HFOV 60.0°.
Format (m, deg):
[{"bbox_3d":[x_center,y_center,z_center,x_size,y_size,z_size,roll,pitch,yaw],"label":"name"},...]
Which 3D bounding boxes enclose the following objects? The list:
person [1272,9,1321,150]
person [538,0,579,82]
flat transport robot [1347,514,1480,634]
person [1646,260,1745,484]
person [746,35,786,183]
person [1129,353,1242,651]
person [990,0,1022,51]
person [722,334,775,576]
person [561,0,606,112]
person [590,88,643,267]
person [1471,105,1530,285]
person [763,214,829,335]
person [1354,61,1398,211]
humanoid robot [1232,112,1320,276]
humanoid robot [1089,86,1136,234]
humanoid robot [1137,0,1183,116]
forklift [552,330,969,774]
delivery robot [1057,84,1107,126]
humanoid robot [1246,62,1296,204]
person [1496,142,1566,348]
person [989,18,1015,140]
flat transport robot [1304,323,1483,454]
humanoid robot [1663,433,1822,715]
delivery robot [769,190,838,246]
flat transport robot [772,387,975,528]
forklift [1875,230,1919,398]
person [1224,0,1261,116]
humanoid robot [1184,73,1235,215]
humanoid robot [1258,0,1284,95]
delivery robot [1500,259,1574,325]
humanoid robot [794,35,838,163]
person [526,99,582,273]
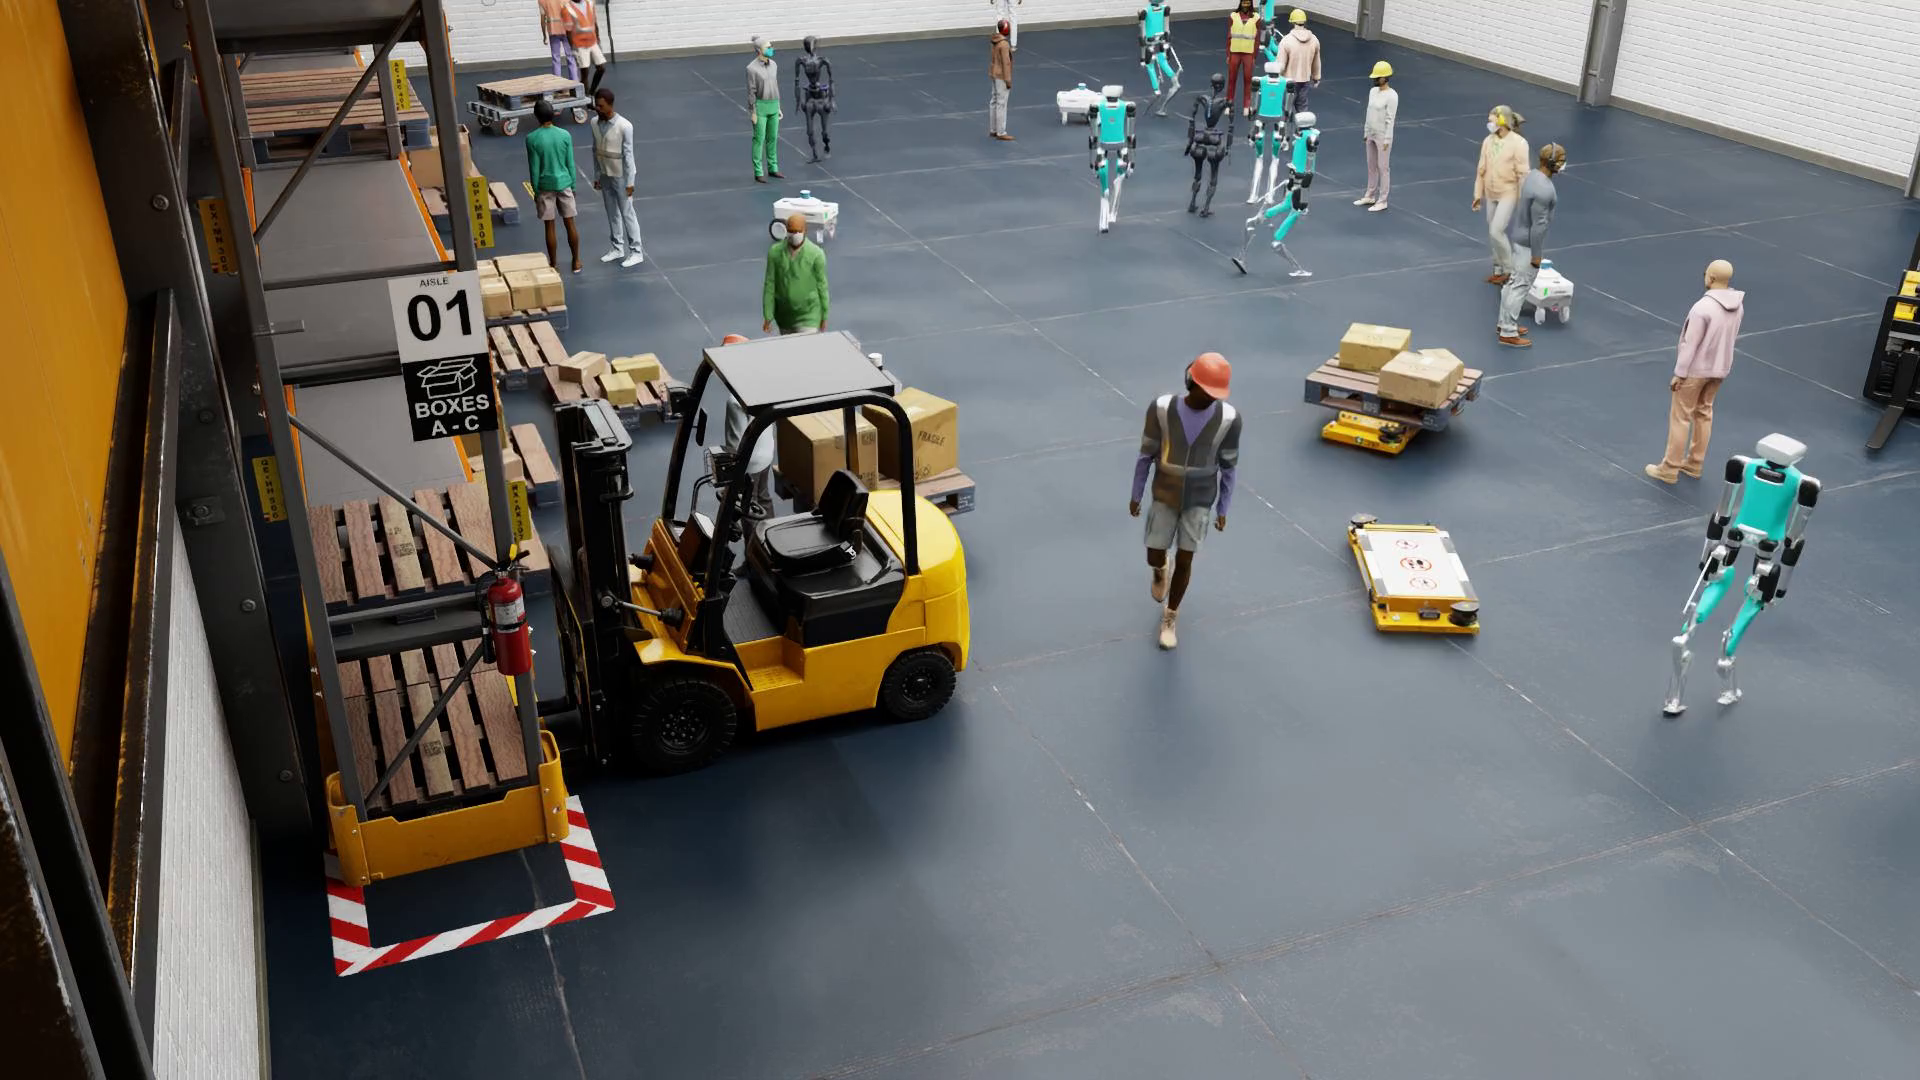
[{"bbox_3d":[4.578,-6.265,22.674,0.791,1.862,0.412,-10,28,-20],"label":"person"},{"bbox_3d":[-6.211,-7.840,25.825,0.563,1.847,0.389,-4,27,-8],"label":"person"},{"bbox_3d":[3.127,0.226,11.538,0.659,0.231,1.431,2,27,3],"label":"flat transport robot"},{"bbox_3d":[5.758,-1.290,12.879,0.539,1.775,0.405,-13,30,-25],"label":"person"},{"bbox_3d":[-2.479,-5.492,21.174,0.336,1.831,0.520,21,34,36],"label":"person"},{"bbox_3d":[1.430,-0.297,10.660,0.683,1.997,0.639,5,27,10],"label":"person"},{"bbox_3d":[0.814,-9.559,29.204,0.582,1.882,0.351,-3,27,-6],"label":"person"},{"bbox_3d":[-1.478,-0.587,11.516,0.352,1.740,0.571,7,28,14],"label":"person"},{"bbox_3d":[-5.573,-7.389,24.812,0.474,1.947,0.640,23,34,37],"label":"person"},{"bbox_3d":[-3.713,-3.929,17.982,0.588,1.909,0.382,19,32,32],"label":"person"},{"bbox_3d":[5.660,-3.578,17.361,0.432,1.843,0.648,-13,29,-24],"label":"person"},{"bbox_3d":[-1.393,-1.937,14.201,0.533,1.741,0.934,6,27,12],"label":"person"},{"bbox_3d":[5.008,-4.849,19.974,0.332,1.761,0.517,-10,29,-20],"label":"person"},{"bbox_3d":[3.296,-3.611,17.571,0.995,1.778,0.530,-2,27,-5],"label":"humanoid robot"},{"bbox_3d":[1.738,-4.368,19.071,0.550,1.739,1.043,3,27,5],"label":"humanoid robot"},{"bbox_3d":[2.954,-7.056,24.425,0.589,1.809,0.705,-14,30,-25],"label":"humanoid robot"},{"bbox_3d":[-1.094,0.010,9.831,2.313,2.155,1.214,-10,28,-20],"label":"forklift"},{"bbox_3d":[1.810,-6.362,24.331,0.773,0.601,0.500,5,27,9],"label":"delivery robot"},{"bbox_3d":[3.752,-4.949,20.152,0.532,1.738,0.756,5,27,11],"label":"humanoid robot"},{"bbox_3d":[5.397,-2.790,15.705,0.389,1.927,0.642,5,27,10],"label":"person"},{"bbox_3d":[0.564,-6.439,23.251,0.310,1.650,0.471,-11,29,-20],"label":"person"},{"bbox_3d":[3.675,-1.113,14.201,0.659,0.231,1.431,17,31,30],"label":"flat transport robot"},{"bbox_3d":[4.525,0.293,9.795,0.542,1.775,0.815,24,35,39],"label":"humanoid robot"},{"bbox_3d":[-1.786,-3.691,19.005,0.762,0.590,0.526,10,28,19],"label":"delivery robot"},{"bbox_3d":[-0.628,-0.196,12.377,0.659,0.231,1.431,-13,29,-24],"label":"flat transport robot"},{"bbox_3d":[9.029,-2.397,14.618,1.214,2.155,2.313,18,32,32],"label":"forklift"},{"bbox_3d":[4.177,-7.194,24.631,0.469,1.766,0.363,6,27,12],"label":"person"},{"bbox_3d":[2.945,-4.698,19.779,0.607,1.640,0.435,13,30,24],"label":"humanoid robot"},{"bbox_3d":[5.040,-7.728,25.748,0.946,1.768,0.542,12,29,22],"label":"humanoid robot"},{"bbox_3d":[5.815,-2.508,16.680,0.499,0.614,0.817,-5,27,-10],"label":"delivery robot"},{"bbox_3d":[-1.891,-5.859,22.106,0.614,1.643,0.513,9,28,16],"label":"humanoid robot"},{"bbox_3d":[-4.302,-3.728,17.644,0.494,1.851,0.396,-12,29,-23],"label":"person"}]
